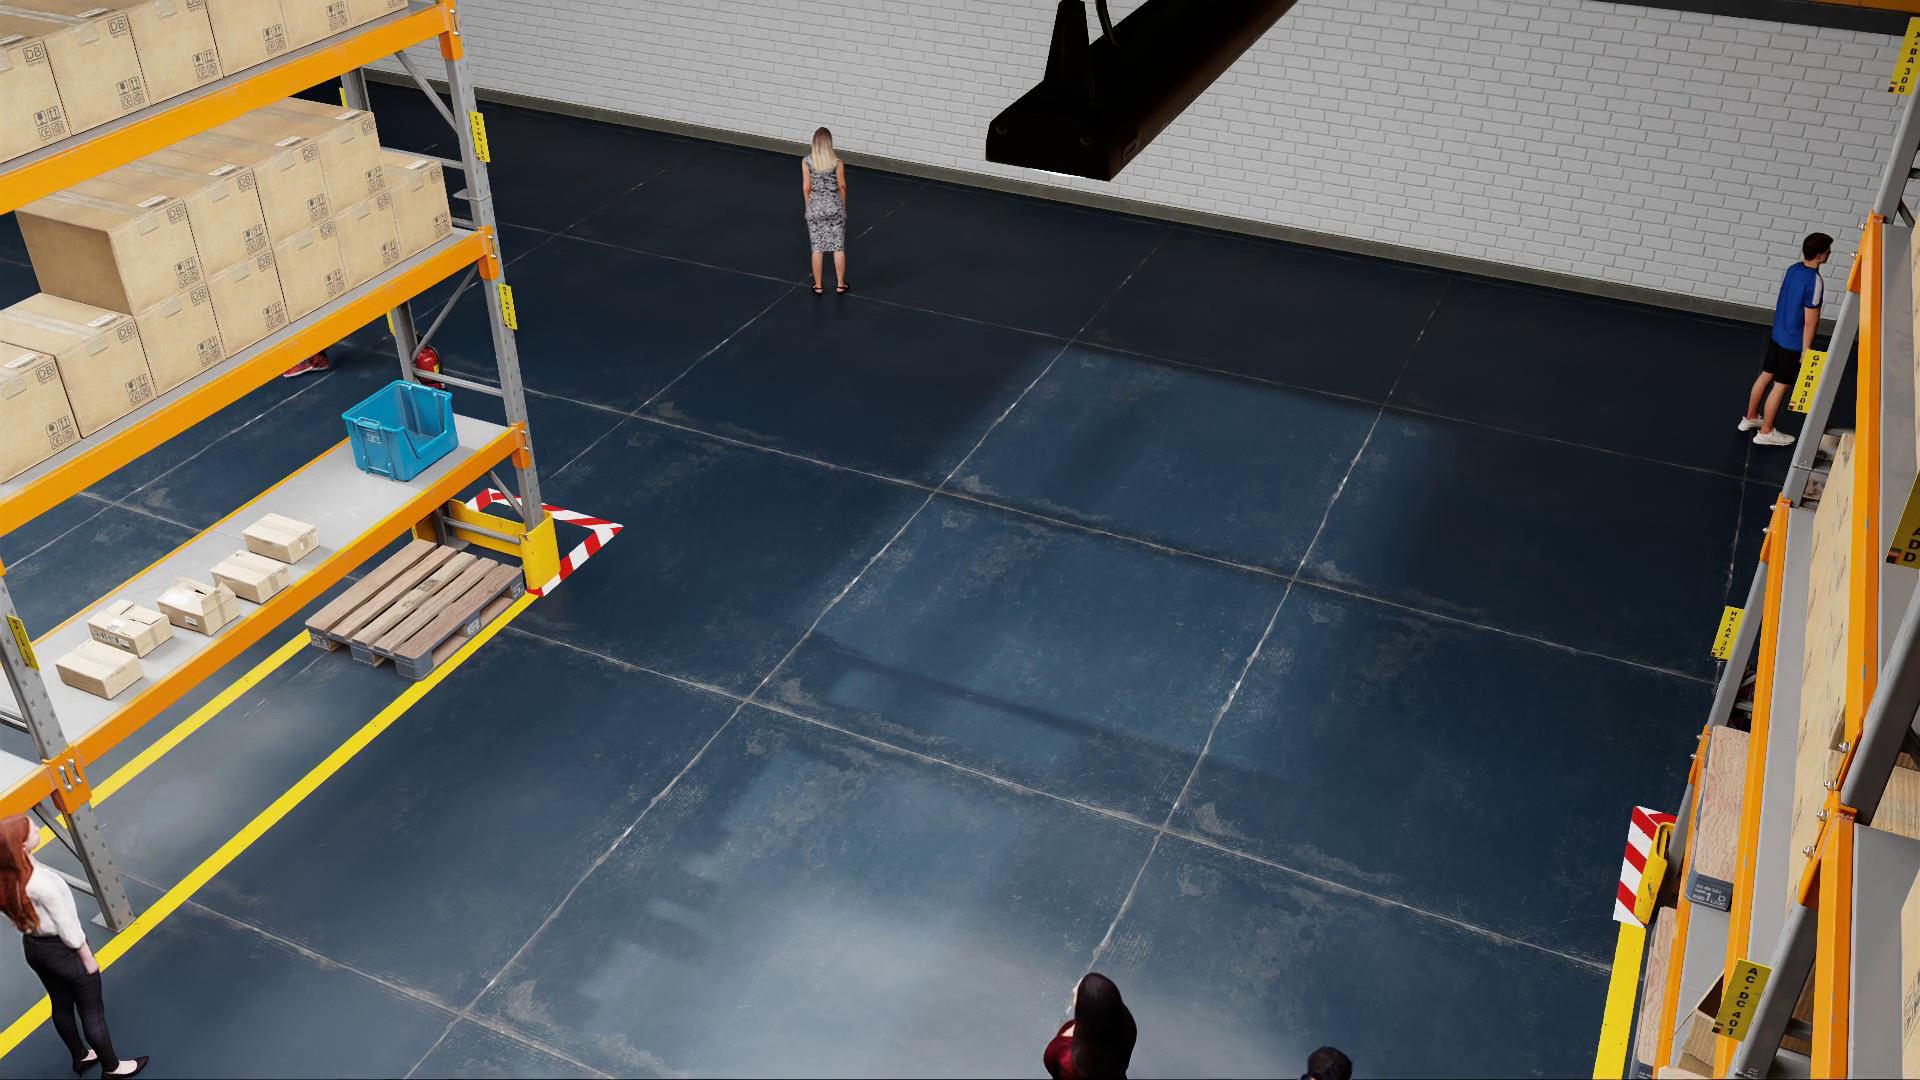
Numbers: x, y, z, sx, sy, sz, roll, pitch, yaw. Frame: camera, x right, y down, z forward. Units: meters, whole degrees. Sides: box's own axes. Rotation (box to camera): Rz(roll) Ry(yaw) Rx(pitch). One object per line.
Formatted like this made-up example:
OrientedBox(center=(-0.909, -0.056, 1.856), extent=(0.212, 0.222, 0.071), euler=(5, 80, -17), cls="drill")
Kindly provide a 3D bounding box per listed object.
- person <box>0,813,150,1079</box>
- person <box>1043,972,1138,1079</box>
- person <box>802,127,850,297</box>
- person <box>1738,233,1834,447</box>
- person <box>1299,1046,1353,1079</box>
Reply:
OrientedBox(center=(-4.520, 2.065, 8.334), extent=(0.597, 1.759, 0.484), euler=(14, 36, 19), cls="person")
OrientedBox(center=(0.592, 2.600, 7.530), extent=(0.739, 1.758, 0.558), euler=(18, 38, 25), cls="person")
OrientedBox(center=(-1.322, -3.218, 16.330), extent=(0.632, 1.705, 0.624), euler=(0, 34, 0), cls="person")
OrientedBox(center=(6.933, -1.697, 13.898), extent=(0.801, 1.866, 0.694), euler=(-4, 34, -5), cls="person")
OrientedBox(center=(1.667, 2.775, 7.763), extent=(0.568, 1.208, 0.838), euler=(13, 36, 18), cls="person")
